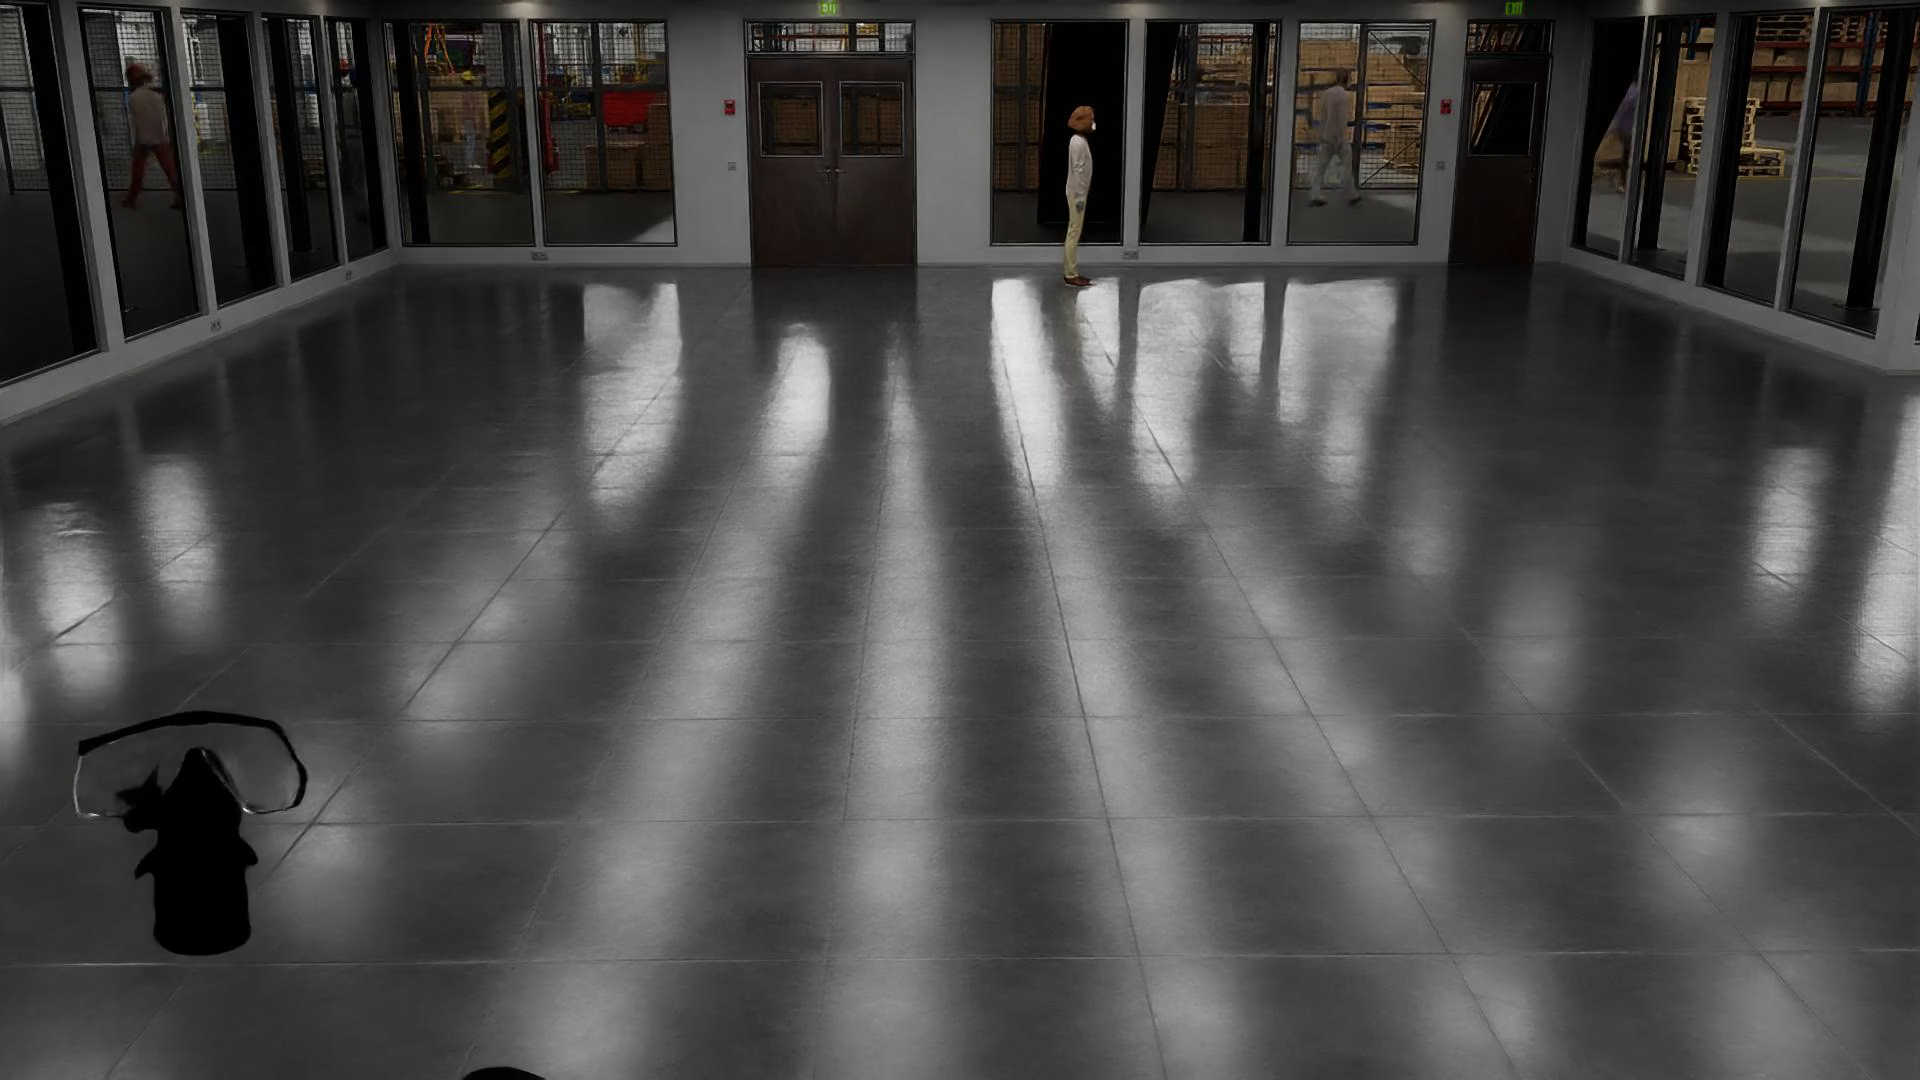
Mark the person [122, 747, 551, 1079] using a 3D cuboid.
[{"bbox_3d":[-0.458,0.908,1.096,0.531,1.865,0.310,-8,18,-26],"label":"person"}]

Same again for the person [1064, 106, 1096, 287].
[{"bbox_3d":[1.107,-3.176,15.384,0.270,1.632,0.504,1,16,5],"label":"person"}]
